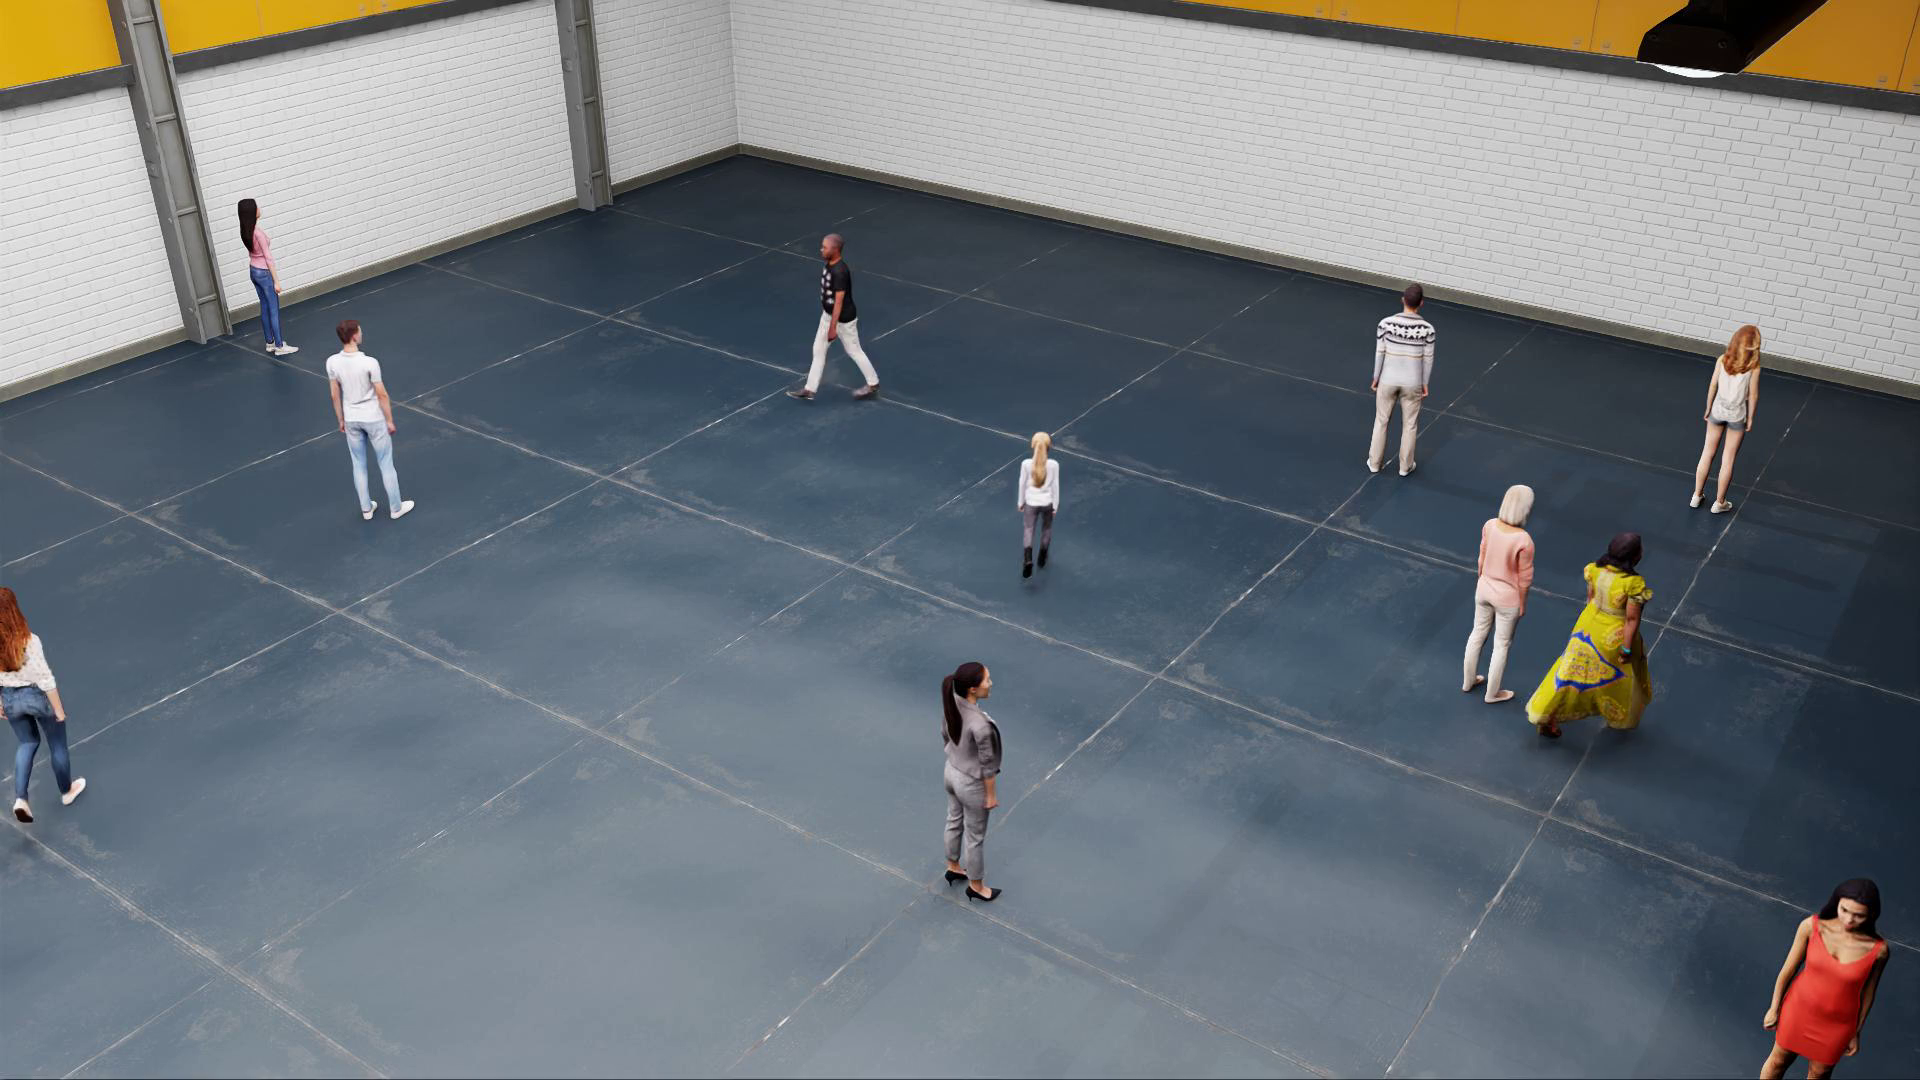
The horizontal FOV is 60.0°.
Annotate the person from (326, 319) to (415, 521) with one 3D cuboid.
[{"bbox_3d":[-5.247,-1.051,14.662,0.734,1.854,0.728,3,29,5],"label":"person"}]

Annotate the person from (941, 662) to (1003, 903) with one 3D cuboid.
[{"bbox_3d":[0.045,1.484,10.198,0.694,1.678,0.696,-18,33,-29],"label":"person"}]

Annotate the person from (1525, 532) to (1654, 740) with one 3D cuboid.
[{"bbox_3d":[4.461,0.718,11.664,1.436,1.618,1.112,-16,32,-26],"label":"person"}]

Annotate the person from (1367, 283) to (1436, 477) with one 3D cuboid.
[{"bbox_3d":[4.096,-1.481,15.442,0.746,1.861,0.685,8,30,15],"label":"person"}]

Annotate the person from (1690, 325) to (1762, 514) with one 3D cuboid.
[{"bbox_3d":[6.836,-1.076,14.813,0.604,1.752,0.556,26,38,38],"label":"person"}]

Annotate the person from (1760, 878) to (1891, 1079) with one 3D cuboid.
[{"bbox_3d":[4.370,2.411,8.455,0.608,1.719,0.530,15,32,25],"label":"person"}]

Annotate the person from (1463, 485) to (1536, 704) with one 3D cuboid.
[{"bbox_3d":[3.952,0.385,12.164,0.634,1.724,0.664,-19,34,-31],"label":"person"}]

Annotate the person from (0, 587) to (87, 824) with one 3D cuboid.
[{"bbox_3d":[-6.121,1.103,10.857,0.873,1.715,0.995,0,29,1],"label":"person"}]

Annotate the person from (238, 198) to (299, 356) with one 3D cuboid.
[{"bbox_3d":[-7.599,-2.885,18.139,0.589,1.742,0.543,23,36,36],"label":"person"}]

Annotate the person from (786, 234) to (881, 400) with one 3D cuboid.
[{"bbox_3d":[-1.140,-2.226,16.923,1.304,1.751,1.140,-9,30,-16],"label":"person"}]

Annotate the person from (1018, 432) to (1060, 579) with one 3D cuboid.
[{"bbox_3d":[0.655,-0.273,13.852,0.712,1.263,0.859,3,29,6],"label":"person"}]
